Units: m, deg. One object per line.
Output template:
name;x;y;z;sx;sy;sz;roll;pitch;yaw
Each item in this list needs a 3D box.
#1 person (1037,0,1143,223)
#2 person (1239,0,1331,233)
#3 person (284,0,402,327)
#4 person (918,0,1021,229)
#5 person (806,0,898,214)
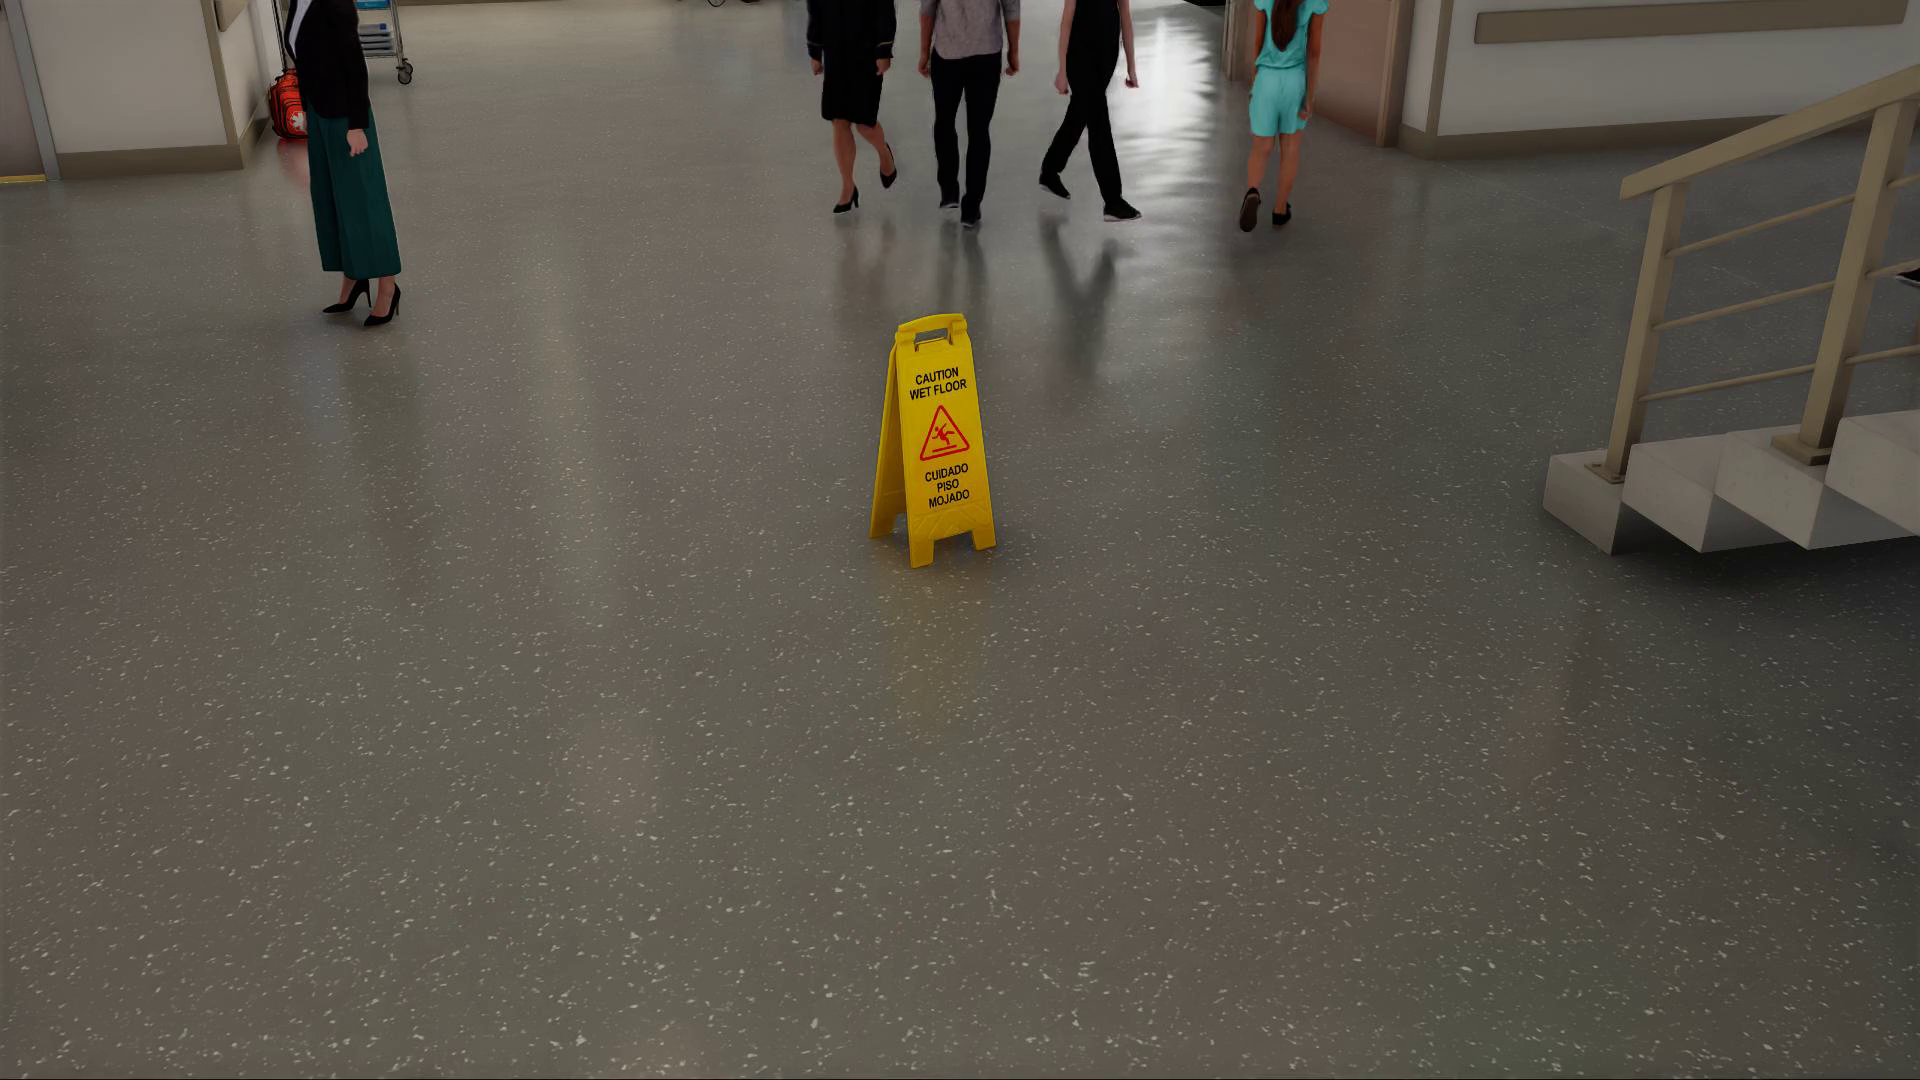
person;0.653;-2.614;9.065;0.908;1.690;1.231;-18;31;-33
person;1.664;-2.350;8.685;0.836;1.543;0.989;8;27;17
person;-2.755;-1.828;7.378;0.655;1.740;0.749;19;31;34
person;0.031;-2.559;8.788;0.789;1.831;0.773;2;26;5
person;-0.547;-2.649;9.174;0.908;1.656;0.967;12;28;24
